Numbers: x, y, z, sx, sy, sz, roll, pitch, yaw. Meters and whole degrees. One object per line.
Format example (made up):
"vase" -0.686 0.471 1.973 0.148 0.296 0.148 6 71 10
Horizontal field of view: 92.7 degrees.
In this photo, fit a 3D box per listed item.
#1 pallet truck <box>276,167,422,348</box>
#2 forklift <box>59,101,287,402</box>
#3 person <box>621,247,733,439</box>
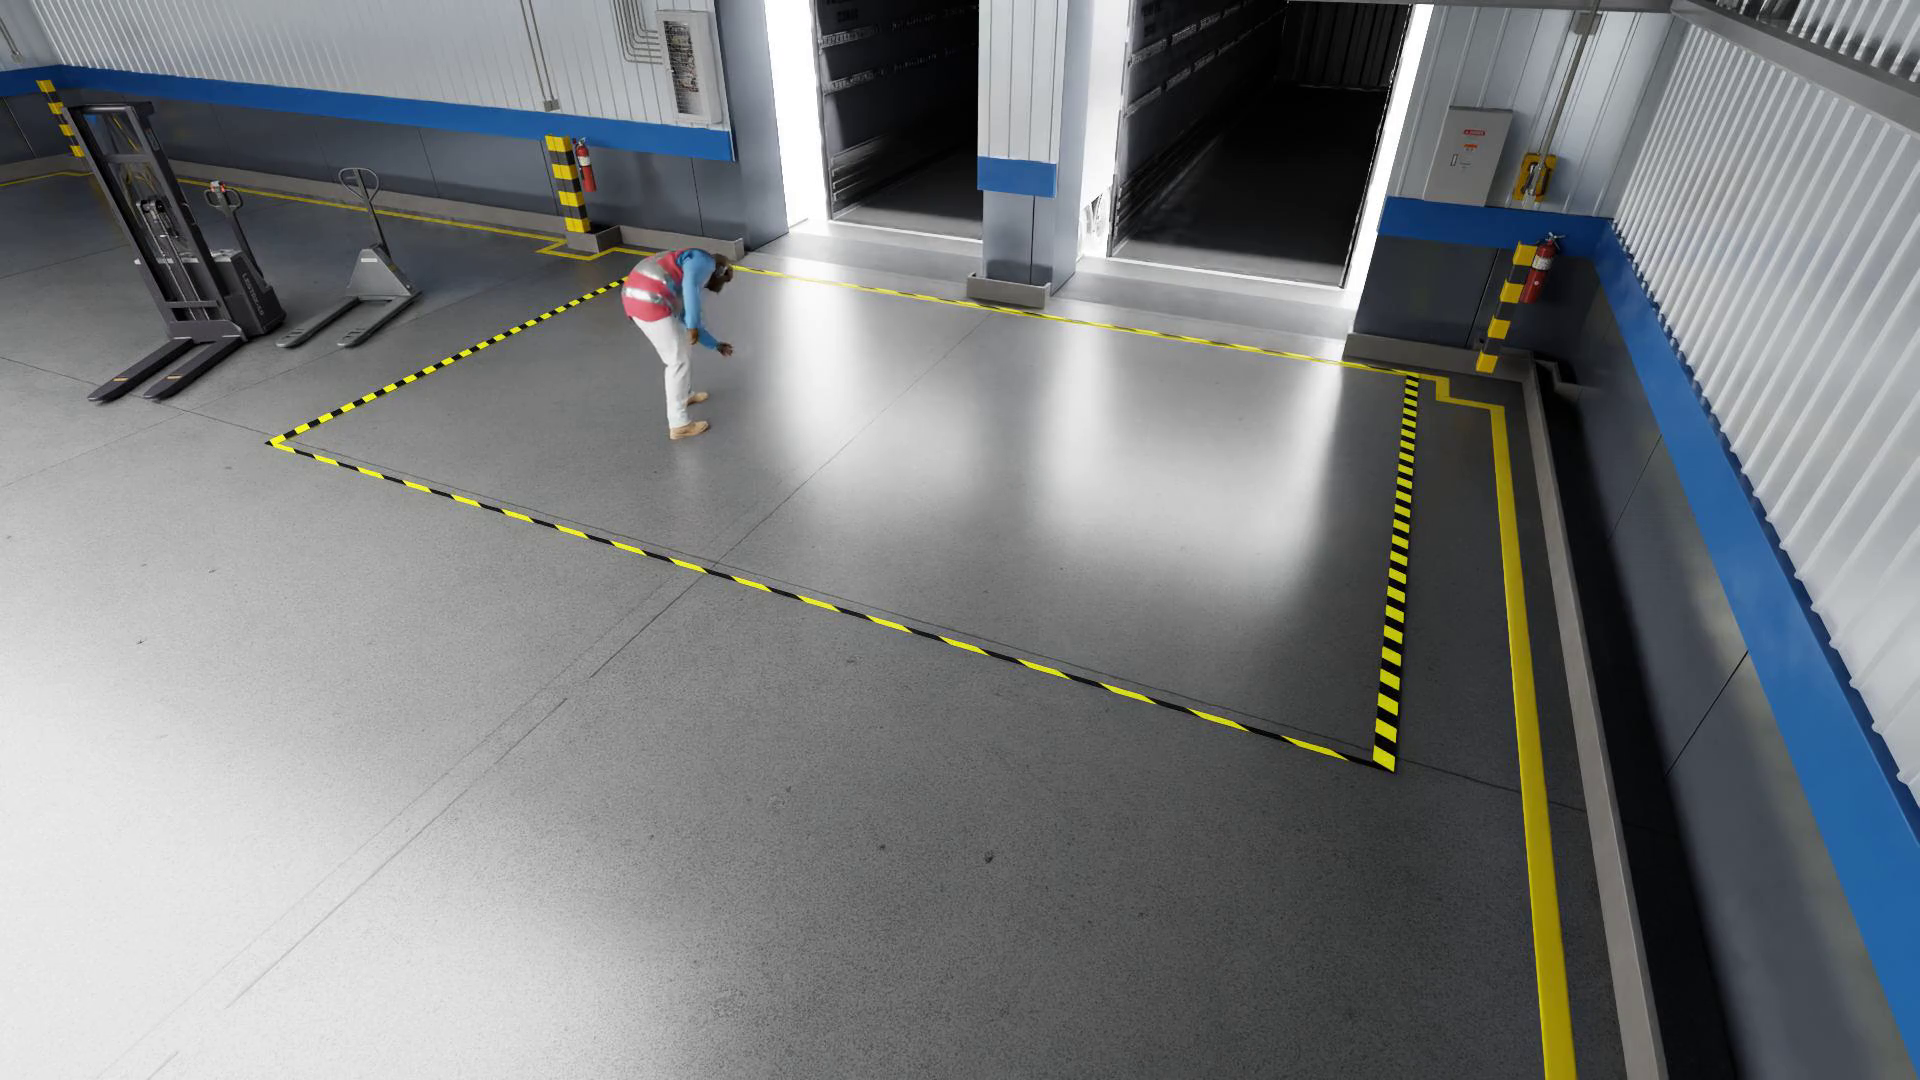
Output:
"pallet truck" -5.732 -2.611 8.414 0.680 1.201 1.601 -1 35 -1
"forklift" -6.686 -2.387 7.434 0.823 1.965 1.885 -3 35 -5
"person" -2.017 -1.539 6.887 0.871 1.275 0.869 -15 38 -20
